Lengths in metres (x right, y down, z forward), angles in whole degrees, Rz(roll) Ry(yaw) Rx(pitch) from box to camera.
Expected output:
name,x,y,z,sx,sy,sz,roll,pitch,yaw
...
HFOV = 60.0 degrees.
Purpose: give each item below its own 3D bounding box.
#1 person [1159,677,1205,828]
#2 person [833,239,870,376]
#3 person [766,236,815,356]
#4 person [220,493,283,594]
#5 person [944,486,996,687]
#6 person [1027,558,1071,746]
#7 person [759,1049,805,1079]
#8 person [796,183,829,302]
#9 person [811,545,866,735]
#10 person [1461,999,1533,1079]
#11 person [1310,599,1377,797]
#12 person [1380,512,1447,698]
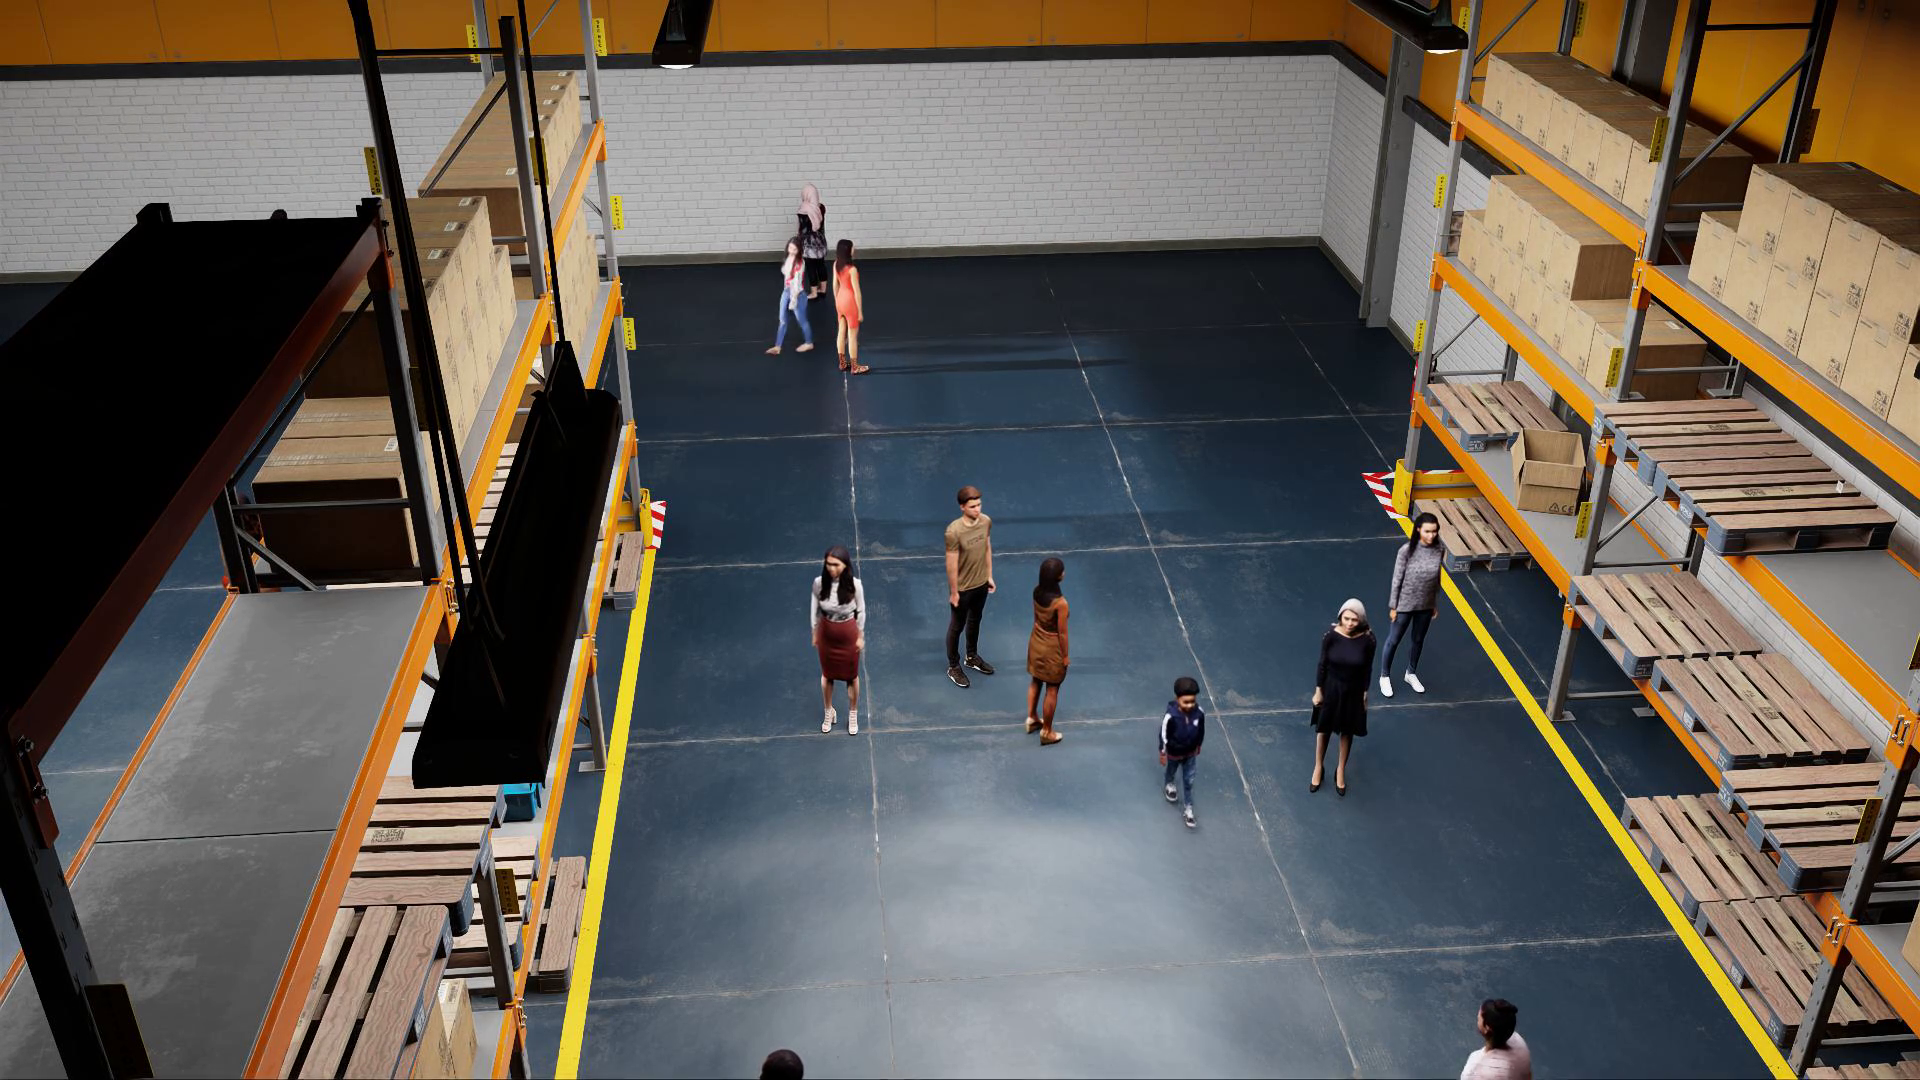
name,x,y,z,sx,sy,sz,roll,pitch,yaw
person,1.710,1.579,12.964,0.557,1.194,0.823,-4,29,-8
person,-1.395,-2.898,20.623,0.655,1.718,0.729,25,37,38
person,-2.021,-3.104,21.146,0.972,1.579,0.967,-19,34,-31
person,-6.198,0.363,14.643,0.773,1.720,0.728,-13,31,-23
person,0.073,0.367,14.498,0.747,1.852,0.780,-24,37,-37
person,0.731,0.903,13.692,0.698,1.683,0.591,-18,33,-29
person,-0.913,3.415,8.972,0.658,1.794,0.506,-5,29,-9
person,-2.027,-4.113,22.936,0.812,1.636,0.746,20,34,32
person,-1.002,0.829,13.757,0.643,1.750,0.590,4,29,8
person,3.061,3.315,9.249,1.220,1.704,1.145,20,34,32
person,2.992,1.230,13.026,0.671,1.746,0.661,6,29,11
person,3.914,0.531,14.323,0.620,1.732,0.541,-5,29,-9
